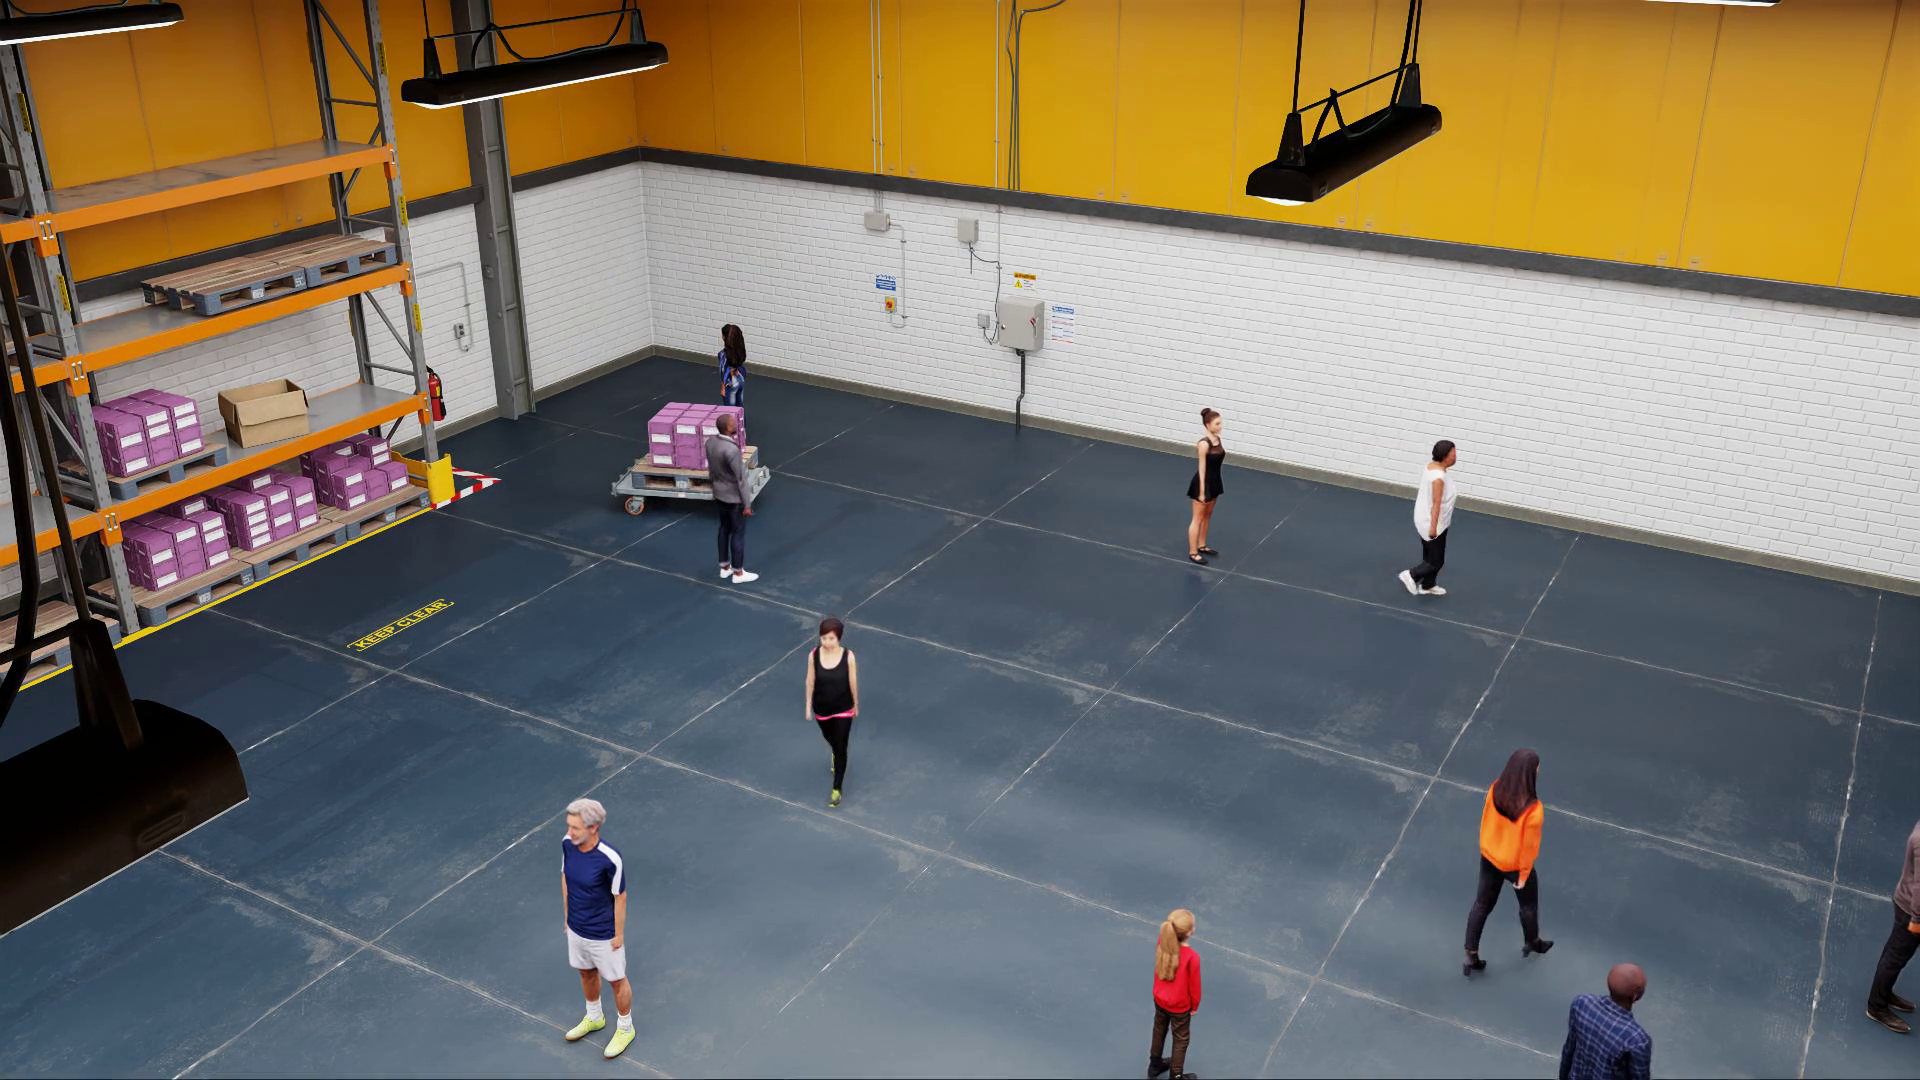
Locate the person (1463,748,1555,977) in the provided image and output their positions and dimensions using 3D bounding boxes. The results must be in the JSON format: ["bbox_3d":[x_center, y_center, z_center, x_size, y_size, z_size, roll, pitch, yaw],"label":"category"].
[{"bbox_3d":[3.609,2.201,11.179,1.073,1.725,0.920,-14,27,-28],"label":"person"}]

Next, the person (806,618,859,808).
[{"bbox_3d":[-1.013,1.309,13.480,0.823,1.517,1.111,4,24,8],"label":"person"}]

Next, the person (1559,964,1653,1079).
[{"bbox_3d":[3.503,3.062,9.092,0.752,1.818,0.752,-17,29,-34],"label":"person"}]

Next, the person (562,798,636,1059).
[{"bbox_3d":[-2.308,2.421,10.534,0.621,1.839,0.535,13,27,27],"label":"person"}]

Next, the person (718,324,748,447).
[{"bbox_3d":[-2.837,-1.929,20.761,0.669,1.617,0.482,12,26,25],"label":"person"}]

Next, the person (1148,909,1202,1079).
[{"bbox_3d":[1.325,2.832,10.289,0.554,1.282,0.535,-21,31,-39],"label":"person"}]

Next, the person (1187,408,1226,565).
[{"bbox_3d":[2.615,-0.591,17.631,0.649,1.673,0.519,16,28,32],"label":"person"}]

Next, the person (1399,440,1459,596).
[{"bbox_3d":[4.713,-0.199,16.731,0.870,1.676,0.812,3,24,6],"label":"person"}]

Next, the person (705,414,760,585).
[{"bbox_3d":[-2.372,-0.436,17.097,0.723,1.817,0.796,-19,30,-37],"label":"person"}]

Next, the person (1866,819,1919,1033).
[{"bbox_3d":[6.203,2.343,10.800,0.725,1.769,0.496,2,24,4],"label":"person"}]
